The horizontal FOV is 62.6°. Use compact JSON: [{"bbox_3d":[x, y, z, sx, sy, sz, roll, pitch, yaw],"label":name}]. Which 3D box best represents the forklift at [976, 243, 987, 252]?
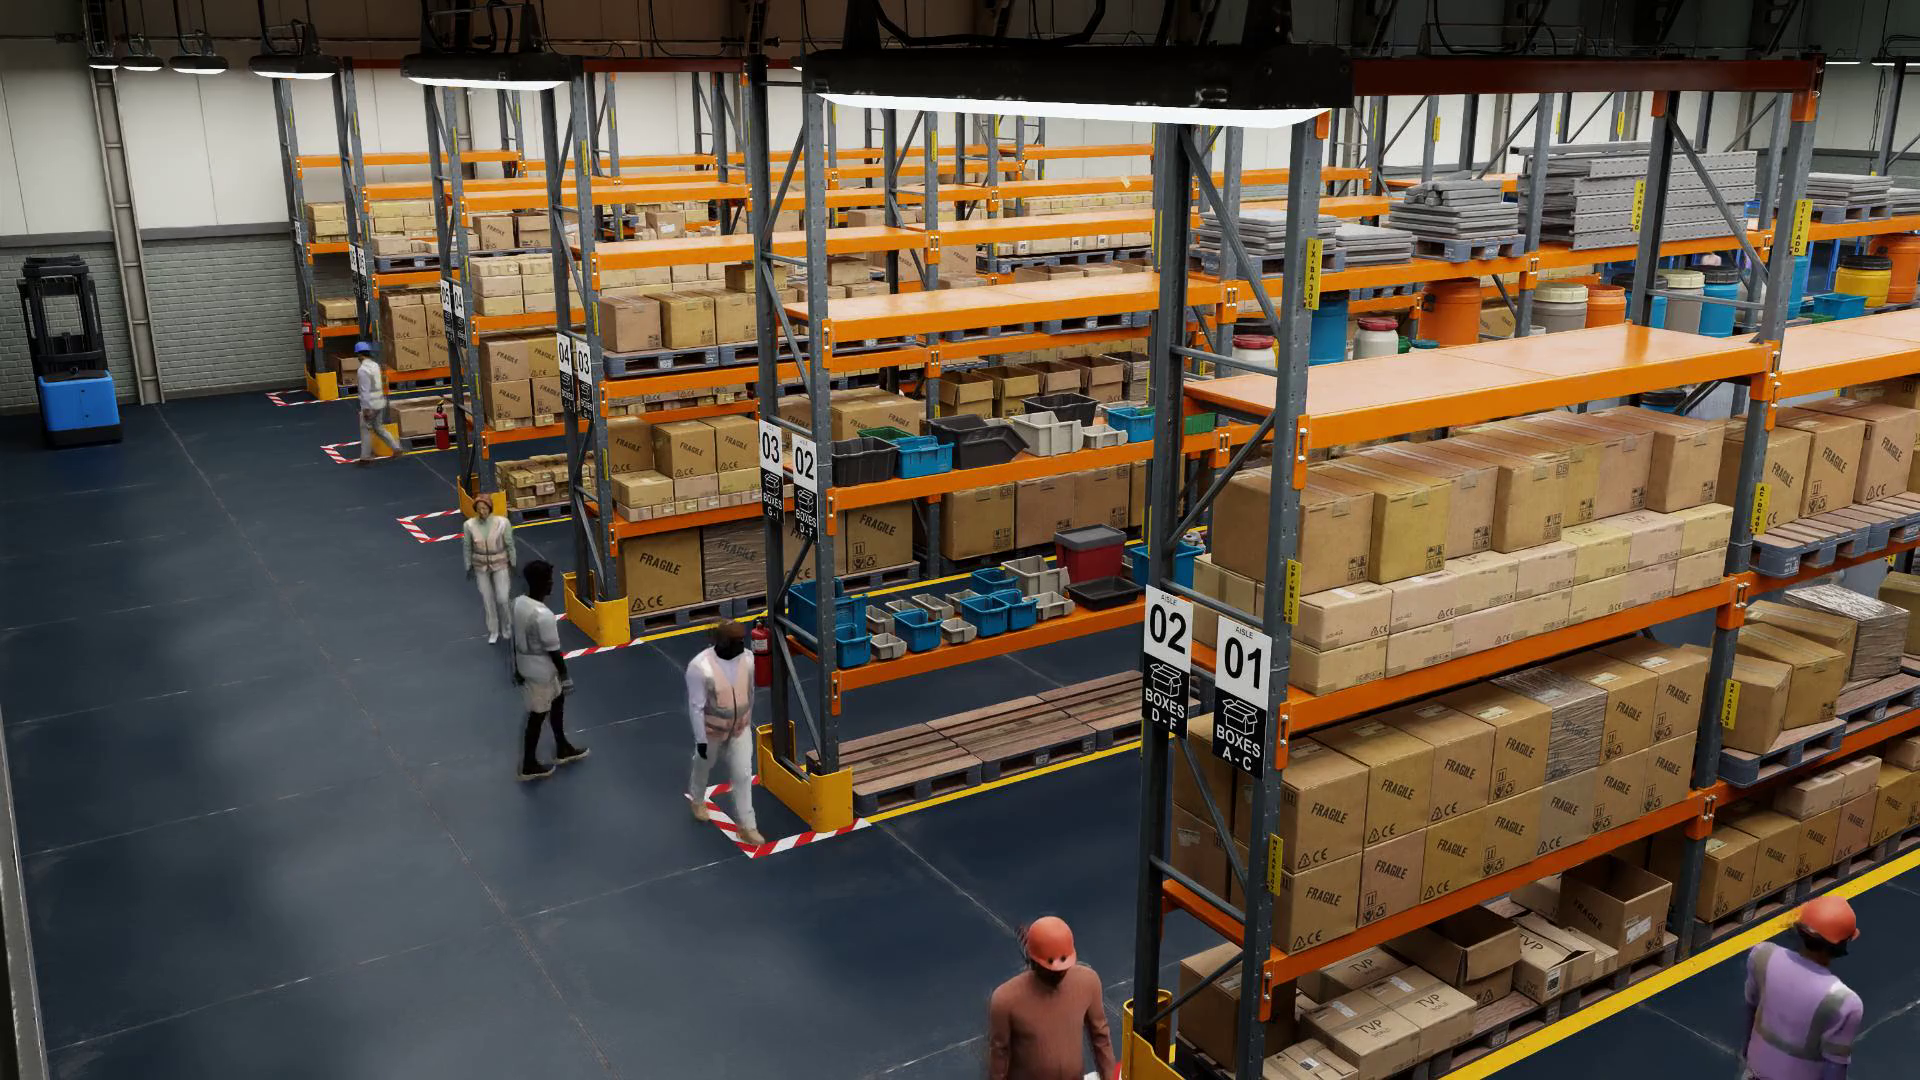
[{"bbox_3d":[0.988,-5.474,34.718,1.214,2.155,2.313,-10,20,-31],"label":"forklift"}]

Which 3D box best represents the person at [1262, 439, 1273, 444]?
[{"bbox_3d":[4.868,-2.439,25.167,0.480,1.927,0.629,-5,18,-17],"label":"person"}]

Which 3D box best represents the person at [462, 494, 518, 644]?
[{"bbox_3d":[-4.953,0.307,16.638,0.542,1.623,0.377,-1,17,-4],"label":"person"}]

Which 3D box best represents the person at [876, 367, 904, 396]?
[{"bbox_3d":[-1.012,-1.513,22.121,0.591,1.922,0.392,16,23,42],"label":"person"}]

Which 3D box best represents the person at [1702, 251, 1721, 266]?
[{"bbox_3d":[18.197,-6.320,38.218,0.469,1.737,0.680,-8,19,-26],"label":"person"}]

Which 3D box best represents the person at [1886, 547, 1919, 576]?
[{"bbox_3d":[9.933,0.279,16.411,0.404,1.822,0.586,-9,19,-27],"label":"person"}]

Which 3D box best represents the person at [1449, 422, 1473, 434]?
[{"bbox_3d":[6.014,-0.553,19.028,0.989,1.882,0.564,-9,19,-26],"label":"person"}]

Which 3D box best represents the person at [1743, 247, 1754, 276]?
[{"bbox_3d":[19.952,-6.819,39.689,0.551,1.826,0.562,-10,20,-30],"label":"person"}]

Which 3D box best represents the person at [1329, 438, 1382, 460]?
[{"bbox_3d":[5.209,-1.130,20.908,0.918,1.883,0.617,-14,22,-38],"label":"person"}]

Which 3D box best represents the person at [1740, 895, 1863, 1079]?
[{"bbox_3d":[4.207,2.731,8.077,1.006,2.010,0.619,-11,20,-31],"label":"person"}]

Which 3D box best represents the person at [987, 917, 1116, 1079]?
[{"bbox_3d":[0.460,2.766,8.058,0.626,1.944,1.029,-8,19,-25],"label":"person"}]

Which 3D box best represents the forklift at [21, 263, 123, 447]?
[{"bbox_3d":[-14.518,-3.079,25.708,1.129,2.768,1.873,-10,20,-31],"label":"forklift"}]

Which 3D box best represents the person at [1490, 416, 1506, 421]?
[{"bbox_3d":[6.883,-0.915,20.424,0.312,1.768,0.524,-12,21,-34],"label":"person"}]

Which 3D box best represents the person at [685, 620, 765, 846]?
[{"bbox_3d":[-1.897,1.477,12.555,0.639,1.792,0.938,-11,20,-32],"label":"person"}]

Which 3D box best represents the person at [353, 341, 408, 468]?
[{"bbox_3d":[-8.874,-2.060,23.968,0.744,1.898,0.678,0,17,1],"label":"person"}]

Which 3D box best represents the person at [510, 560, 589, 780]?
[{"bbox_3d":[-3.492,1.087,13.559,0.806,1.932,0.618,-12,21,-35],"label":"person"}]

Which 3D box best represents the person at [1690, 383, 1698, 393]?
[{"bbox_3d":[13.577,-3.734,29.190,0.608,2.047,0.366,13,21,36],"label":"person"}]

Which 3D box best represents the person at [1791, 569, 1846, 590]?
[{"bbox_3d":[8.213,0.678,15.182,0.949,1.787,0.591,-7,18,-21],"label":"person"}]

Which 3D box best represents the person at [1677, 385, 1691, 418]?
[{"bbox_3d":[10.183,-1.514,22.199,0.962,1.889,0.552,8,19,25],"label":"person"}]
